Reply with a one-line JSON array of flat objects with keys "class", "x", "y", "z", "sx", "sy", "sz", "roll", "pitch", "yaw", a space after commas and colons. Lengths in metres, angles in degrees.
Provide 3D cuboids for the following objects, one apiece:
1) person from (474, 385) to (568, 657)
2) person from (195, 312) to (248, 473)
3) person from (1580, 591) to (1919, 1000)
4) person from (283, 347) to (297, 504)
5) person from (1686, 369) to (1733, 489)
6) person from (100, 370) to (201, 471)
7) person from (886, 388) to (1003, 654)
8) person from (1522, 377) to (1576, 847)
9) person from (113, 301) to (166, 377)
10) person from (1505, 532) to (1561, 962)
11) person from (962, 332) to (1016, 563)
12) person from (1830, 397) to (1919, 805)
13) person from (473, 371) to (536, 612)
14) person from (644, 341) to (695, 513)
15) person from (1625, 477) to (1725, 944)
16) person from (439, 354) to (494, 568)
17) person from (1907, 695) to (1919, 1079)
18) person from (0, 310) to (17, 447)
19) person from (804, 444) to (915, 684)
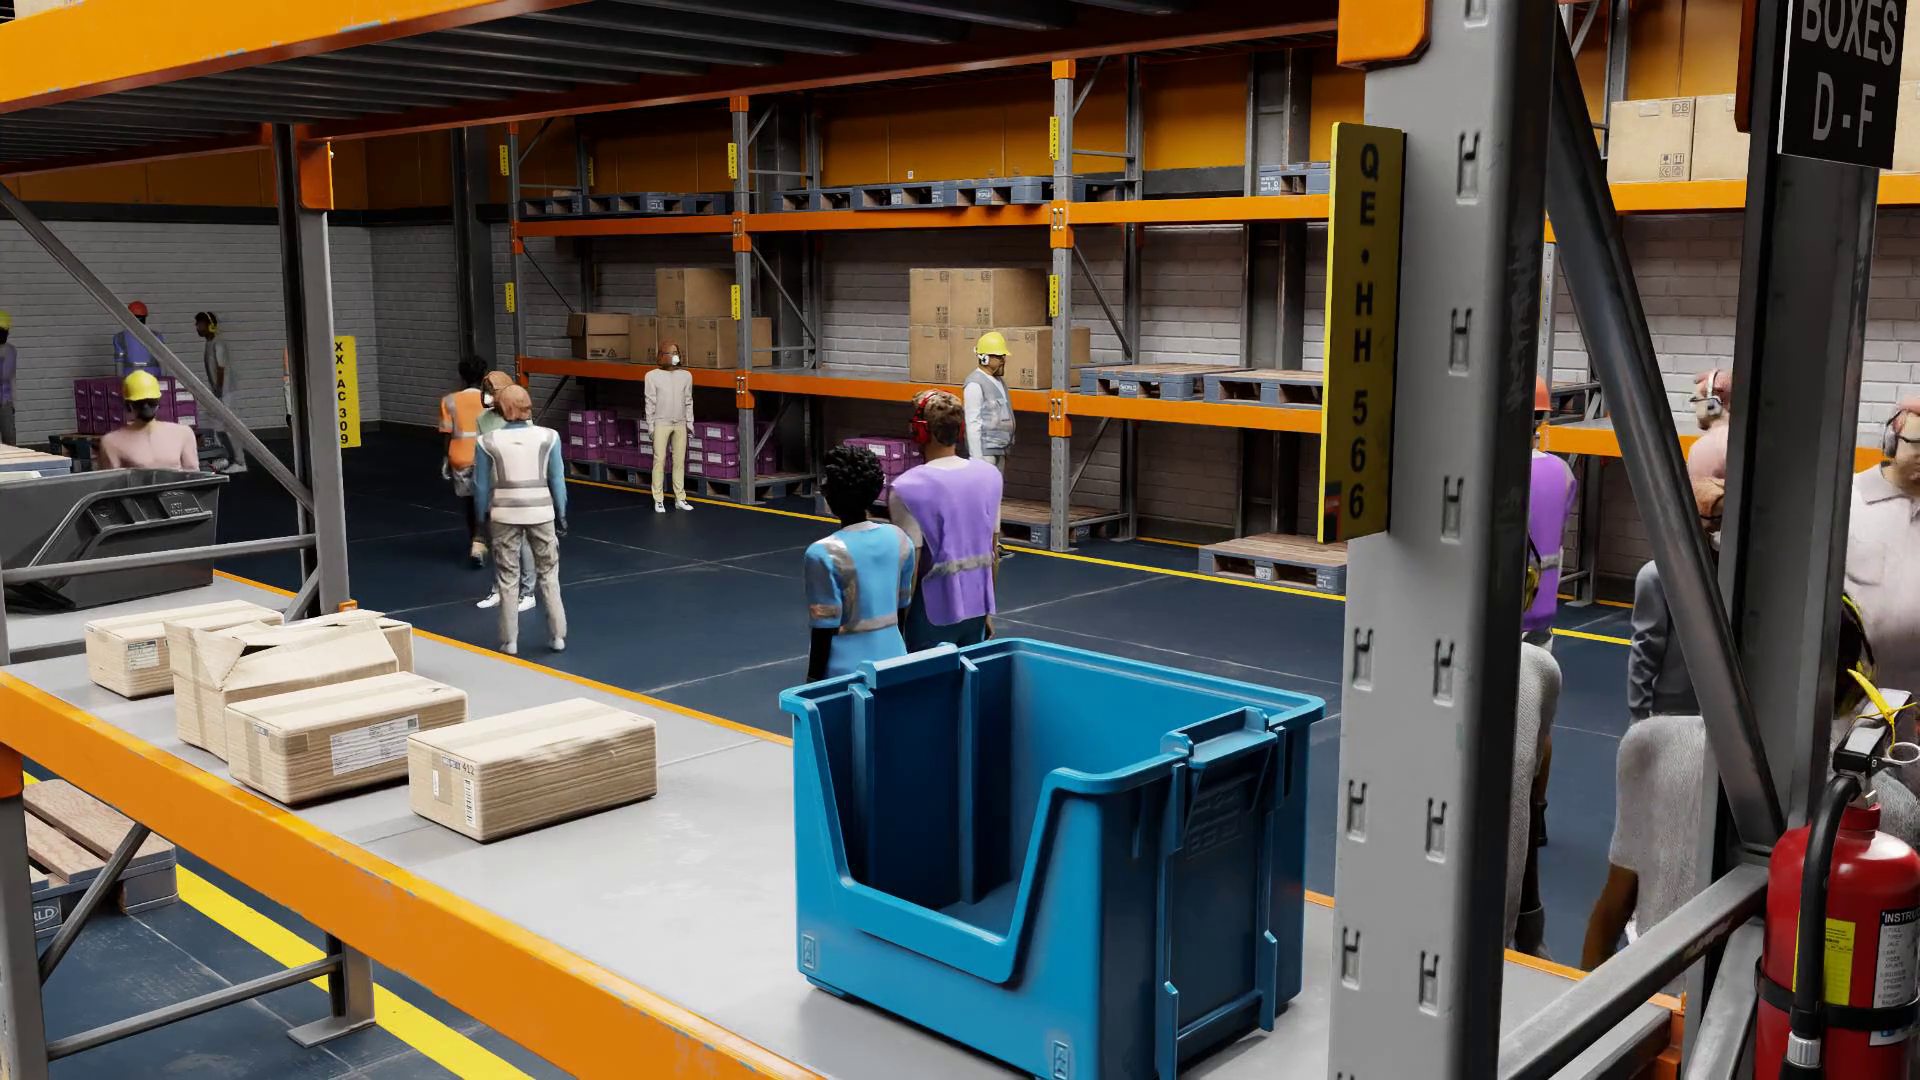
[{"class": "person", "x": -2.615, "y": -0.110, "z": 9.934, "sx": 0.530, "sy": 1.634, "sz": 0.328, "roll": -3, "pitch": 10, "yaw": -17}, {"class": "person", "x": -8.392, "y": -1.650, "z": 18.770, "sx": 0.599, "sy": 1.835, "sz": 0.524, "roll": -8, "pitch": 12, "yaw": -39}, {"class": "person", "x": 1.370, "y": 0.928, "z": 2.952, "sx": 0.696, "sy": 1.834, "sz": 0.581, "roll": -8, "pitch": 12, "yaw": -41}, {"class": "person", "x": -6.360, "y": -1.316, "z": 16.425, "sx": 0.595, "sy": 1.925, "sz": 0.370, "roll": -2, "pitch": 9, "yaw": -11}, {"class": "person", "x": 3.789, "y": 0.114, "z": 7.933, "sx": 0.672, "sy": 1.855, "sz": 0.942, "roll": -7, "pitch": 11, "yaw": -35}, {"class": "person", "x": -4.706, "y": -0.126, "z": 9.690, "sx": 0.530, "sy": 1.743, "sz": 0.665, "roll": -8, "pitch": 12, "yaw": -42}, {"class": "person", "x": -0.060, "y": 0.328, "z": 6.624, "sx": 0.576, "sy": 1.852, "sz": 0.393, "roll": -9, "pitch": 13, "yaw": -43}, {"class": "person", "x": 2.153, "y": 0.287, "z": 6.566, "sx": 0.552, "sy": 1.935, "sz": 0.370, "roll": -8, "pitch": 12, "yaw": -39}, {"class": "person", "x": -9.683, "y": -1.853, "z": 19.688, "sx": 0.548, "sy": 1.936, "sz": 0.379, "roll": -4, "pitch": 10, "yaw": -21}, {"class": "person", "x": 1.019, "y": 0.836, "z": 3.434, "sx": 0.521, "sy": 1.864, "sz": 0.335, "roll": -3, "pitch": 10, "yaw": -19}, {"class": "person", "x": 0.237, "y": -0.725, "z": 13.139, "sx": 0.403, "sy": 1.824, "sz": 0.581, "roll": 4, "pitch": 10, "yaw": 22}, {"class": "person", "x": 3.235, "y": 0.456, "z": 5.745, "sx": 0.686, "sy": 1.905, "sz": 0.645, "roll": 4, "pitch": 10, "yaw": 21}, {"class": "person", "x": -3.086, "y": -0.329, "z": 11.274, "sx": 0.507, "sy": 1.632, "sz": 0.268, "roll": 5, "pitch": 10, "yaw": 27}, {"class": "person", "x": -2.764, "y": -1.080, "z": 15.881, "sx": 0.500, "sy": 1.633, "sz": 0.279, "roll": -7, "pitch": 11, "yaw": -35}, {"class": "person", "x": 2.486, "y": 0.597, "z": 5.594, "sx": 0.507, "sy": 1.631, "sz": 0.266, "roll": -1, "pitch": 9, "yaw": -6}, {"class": "person", "x": -3.798, "y": -0.626, "z": 13.012, "sx": 0.529, "sy": 1.654, "sz": 0.846, "roll": 0, "pitch": 9, "yaw": -2}, {"class": "person", "x": 1.810, "y": 1.041, "z": 2.900, "sx": 0.522, "sy": 1.620, "sz": 0.614, "roll": -1, "pitch": 9, "yaw": -5}, {"class": "person", "x": -10.310, "y": -1.490, "z": 17.637, "sx": 0.724, "sy": 1.889, "sz": 0.610, "roll": 4, "pitch": 10, "yaw": 23}, {"class": "person", "x": -0.374, "y": 0.502, "z": 5.984, "sx": 0.319, "sy": 1.697, "sz": 0.533, "roll": 7, "pitch": 11, "yaw": 36}]
